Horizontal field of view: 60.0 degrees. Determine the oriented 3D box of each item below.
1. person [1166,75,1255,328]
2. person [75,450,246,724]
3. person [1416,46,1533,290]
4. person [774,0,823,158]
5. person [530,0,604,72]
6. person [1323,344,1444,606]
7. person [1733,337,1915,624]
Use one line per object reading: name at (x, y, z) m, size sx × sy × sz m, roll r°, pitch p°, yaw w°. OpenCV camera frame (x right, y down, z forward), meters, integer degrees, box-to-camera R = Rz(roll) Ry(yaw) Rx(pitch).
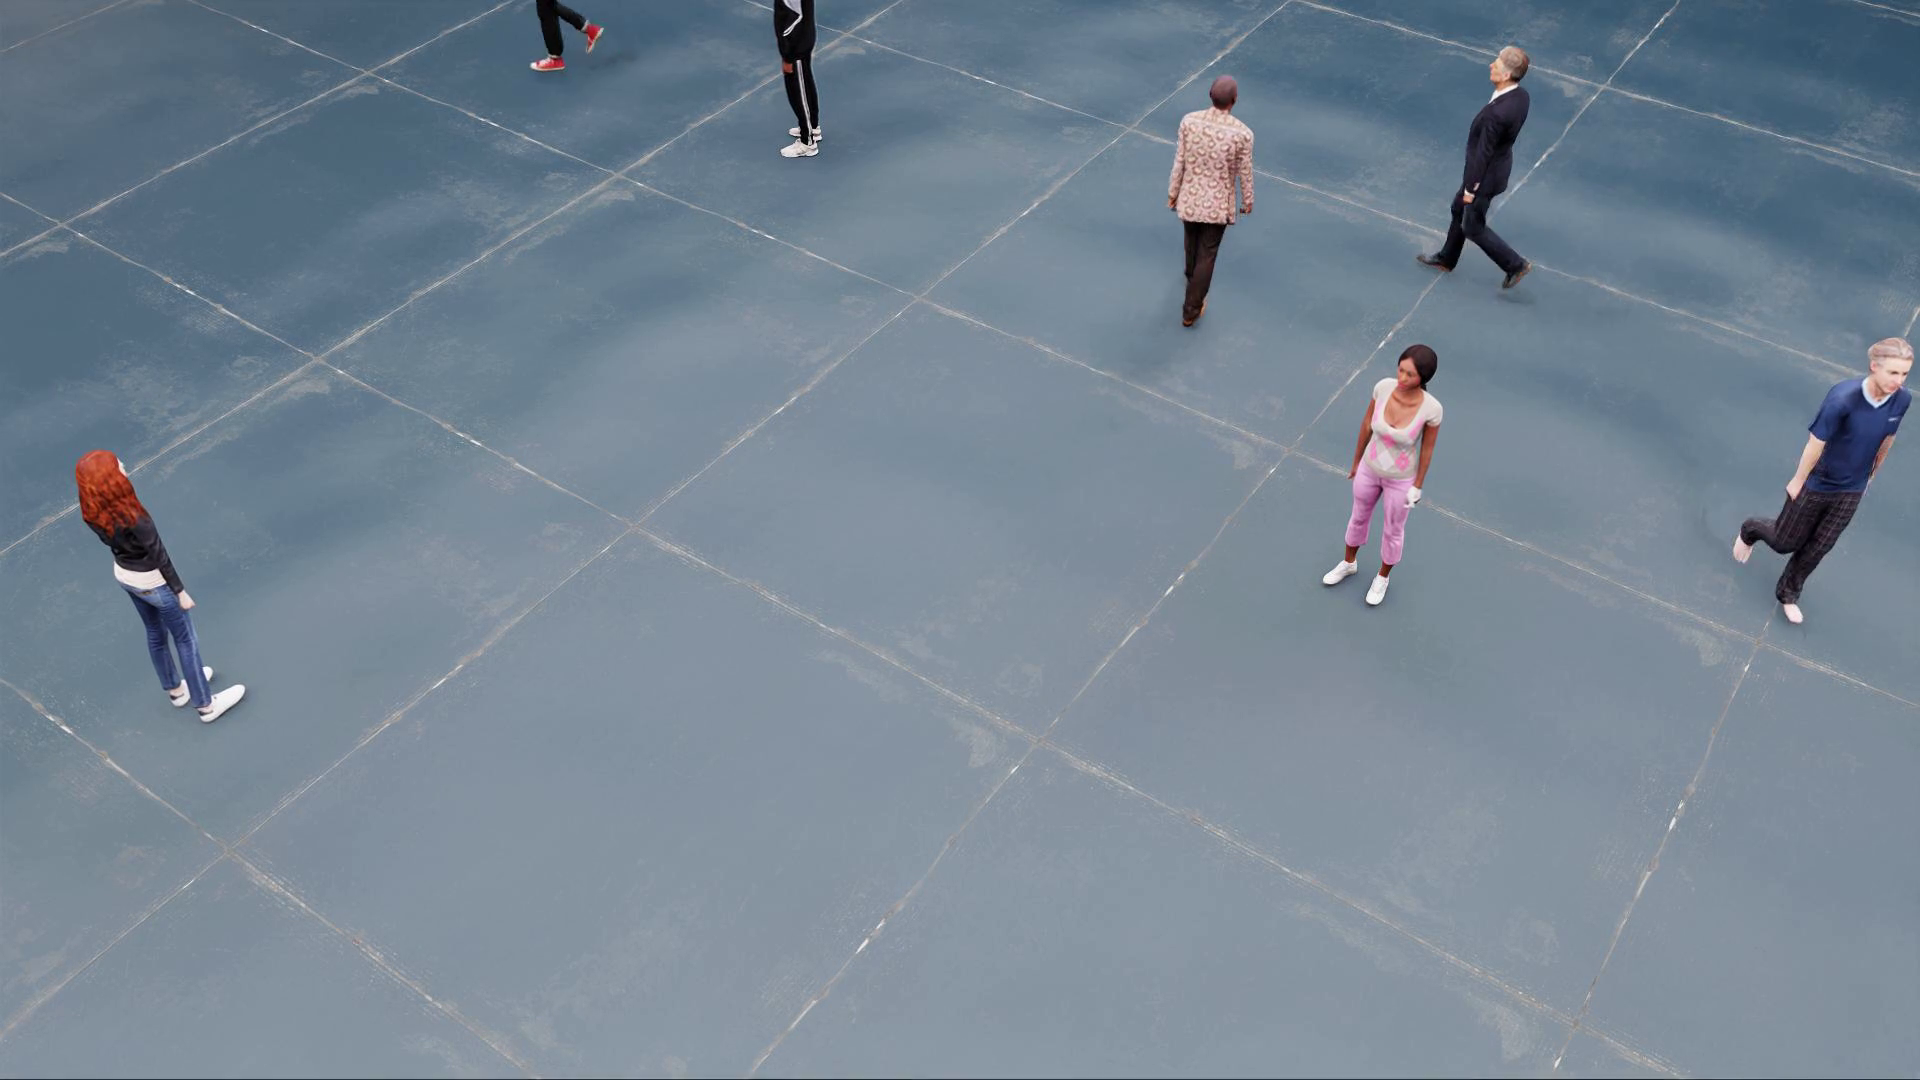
person at (1.652, -2.256, 11.332) m, size 0.971 × 1.776 × 0.865 m, roll 19°, pitch 46°, yaw 19°
person at (-4.201, 0.245, 8.644) m, size 0.486 × 1.789 × 0.641 m, roll 21°, pitch 47°, yaw 21°
person at (3.763, -2.558, 11.644) m, size 1.080 × 1.792 × 0.734 m, roll 22°, pitch 47°, yaw 22°
person at (-1.274, -3.912, 13.067) m, size 0.707 × 1.828 × 0.739 m, roll 6°, pitch 43°, yaw 7°
person at (-3.424, -4.832, 14.111) m, size 1.018 × 1.748 × 0.952 m, roll -6°, pitch 43°, yaw -7°
person at (2.406, -0.372, 9.340) m, size 0.456 × 1.740 × 0.643 m, roll 28°, pitch 50°, yaw 27°
person at (4.801, -0.387, 9.271) m, size 0.950 × 1.858 × 0.996 m, roll -4°, pitch 43°, yaw -4°
